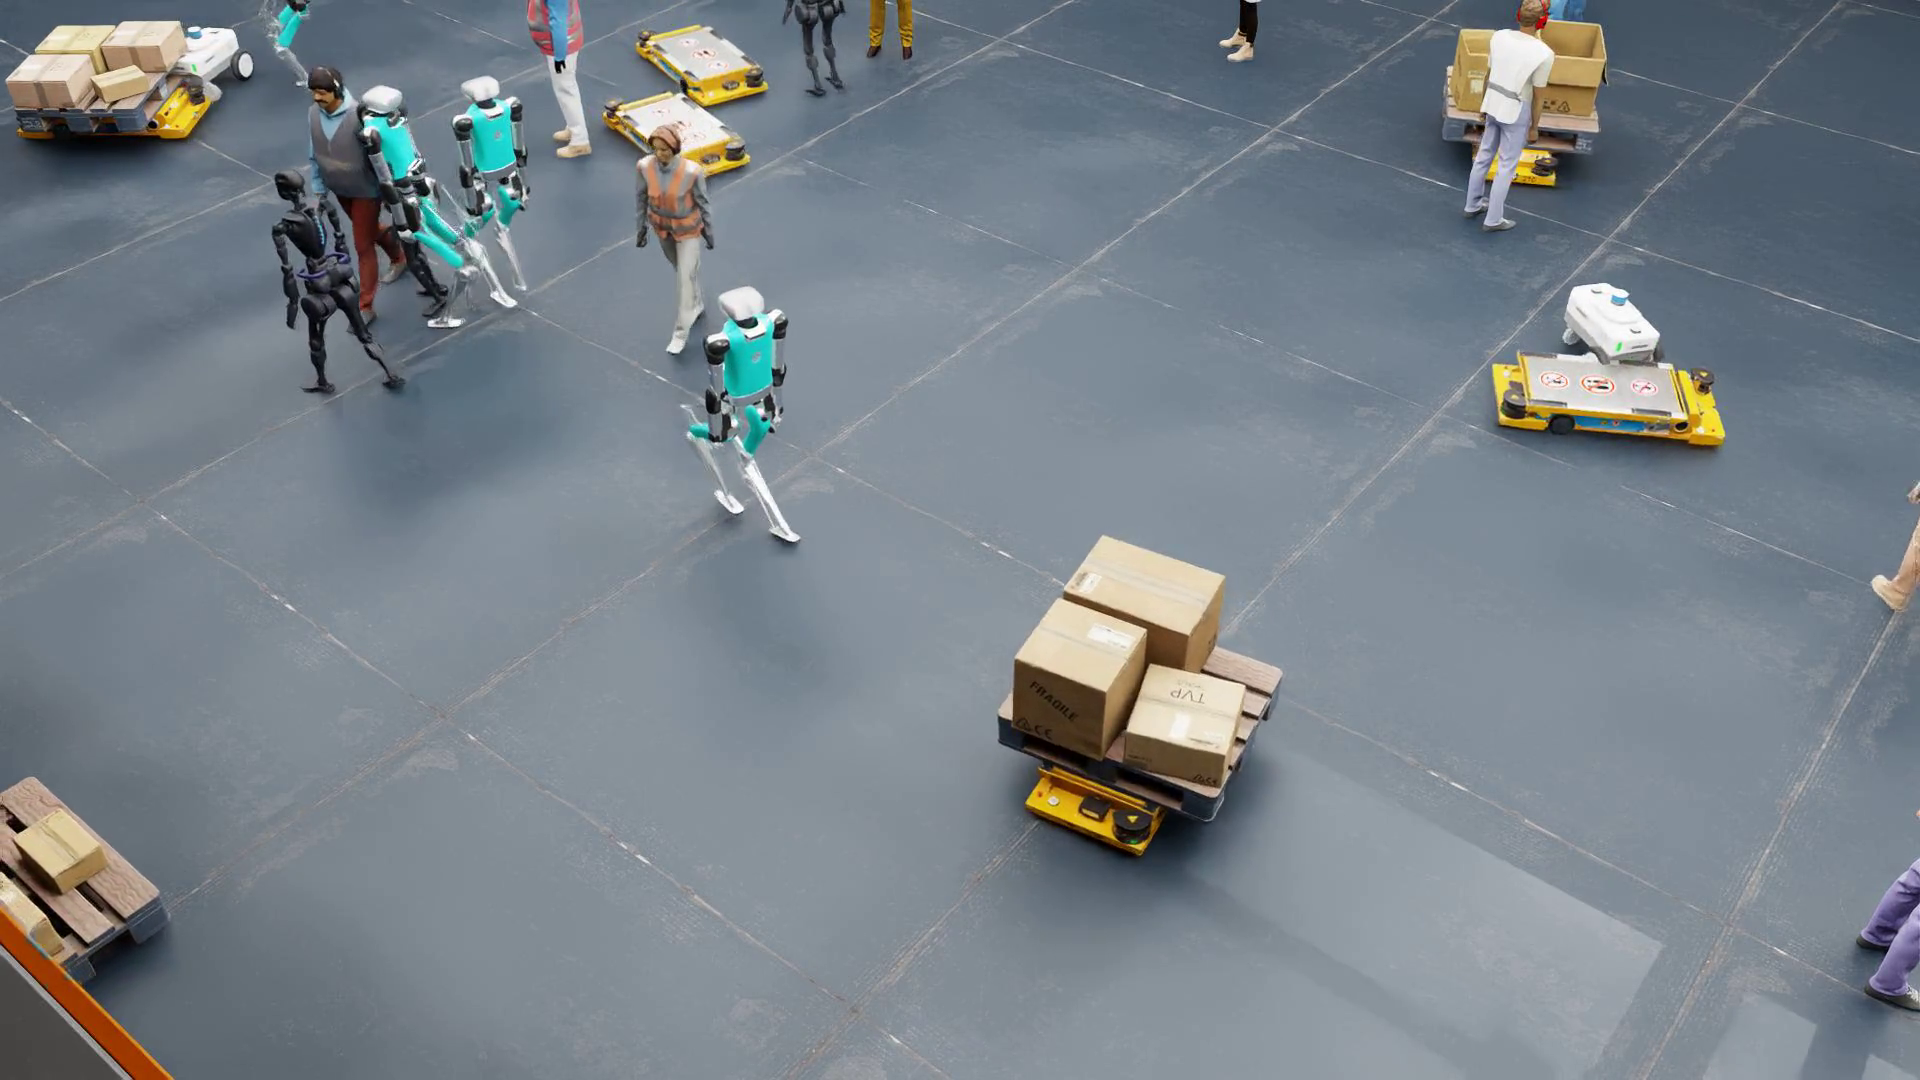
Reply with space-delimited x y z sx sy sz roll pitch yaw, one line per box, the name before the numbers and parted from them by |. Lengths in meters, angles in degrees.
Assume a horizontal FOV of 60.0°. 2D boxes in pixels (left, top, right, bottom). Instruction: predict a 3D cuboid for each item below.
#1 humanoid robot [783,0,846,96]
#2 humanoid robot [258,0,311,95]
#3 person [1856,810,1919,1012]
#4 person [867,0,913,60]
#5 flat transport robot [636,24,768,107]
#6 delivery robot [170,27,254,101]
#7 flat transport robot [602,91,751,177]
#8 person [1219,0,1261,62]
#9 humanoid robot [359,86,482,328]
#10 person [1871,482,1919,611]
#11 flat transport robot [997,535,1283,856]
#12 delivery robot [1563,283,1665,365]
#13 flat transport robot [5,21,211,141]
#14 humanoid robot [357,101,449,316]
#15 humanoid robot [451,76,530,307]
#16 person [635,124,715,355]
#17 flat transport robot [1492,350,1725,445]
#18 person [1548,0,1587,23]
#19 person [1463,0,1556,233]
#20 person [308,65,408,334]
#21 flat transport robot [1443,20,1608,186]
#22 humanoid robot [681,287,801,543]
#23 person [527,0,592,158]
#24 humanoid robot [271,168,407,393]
humanoid robot | -1.265 -4.716 14.541 0.596 1.651 0.330 -23 46 -25
humanoid robot | -5.945 -4.742 14.535 0.683 1.810 0.535 -11 42 -12
person | 4.393 1.350 7.284 0.390 1.836 0.559 10 41 12
person | -0.637 -5.224 15.077 0.534 1.751 0.340 5 41 6
flat transport robot | -2.378 -4.374 15.224 0.659 0.231 1.431 -22 45 -24
delivery robot | -6.776 -4.315 14.917 0.500 0.573 0.744 9 41 10
flat transport robot | -2.428 -3.460 14.149 0.659 0.231 1.431 -25 46 -27
person | 2.620 -5.212 15.104 0.318 1.698 0.534 -3 40 -4
humanoid robot | -3.665 -2.278 11.680 0.740 1.854 0.530 6 41 8
person | 5.606 -0.238 9.237 0.474 1.731 0.439 2 40 2
flat transport robot | 0.956 1.027 8.870 0.659 0.231 1.431 19 44 21
delivery robot | 4.540 -1.458 11.566 0.524 0.587 0.748 -9 41 -10
flat transport robot | -7.349 -3.713 14.445 1.431 0.231 0.659 0 40 0
humanoid robot | -3.950 -2.386 11.802 0.365 1.641 0.600 -11 42 -13
humanoid robot | -3.387 -2.490 11.884 0.693 1.802 0.541 32 50 32
person | -2.007 -2.074 11.478 0.540 1.599 0.806 14 42 16
flat transport robot | 4.354 -0.957 11.204 1.431 0.231 0.659 6 41 7
person | 5.722 -5.424 15.341 0.530 1.717 0.480 -31 49 -31
person | 4.169 -3.231 12.672 0.396 1.838 0.558 -21 45 -23
person | -4.312 -2.487 11.817 0.544 1.842 0.969 18 44 20
flat transport robot | 4.707 -3.447 14.133 0.659 0.231 1.431 9 41 10
humanoid robot | -1.345 -0.779 9.862 0.545 1.753 0.952 -29 48 -30
person | -3.300 -4.077 13.670 0.430 1.829 0.640 -10 41 -11
humanoid robot | -4.188 -1.675 10.995 0.688 1.631 0.602 19 44 21
